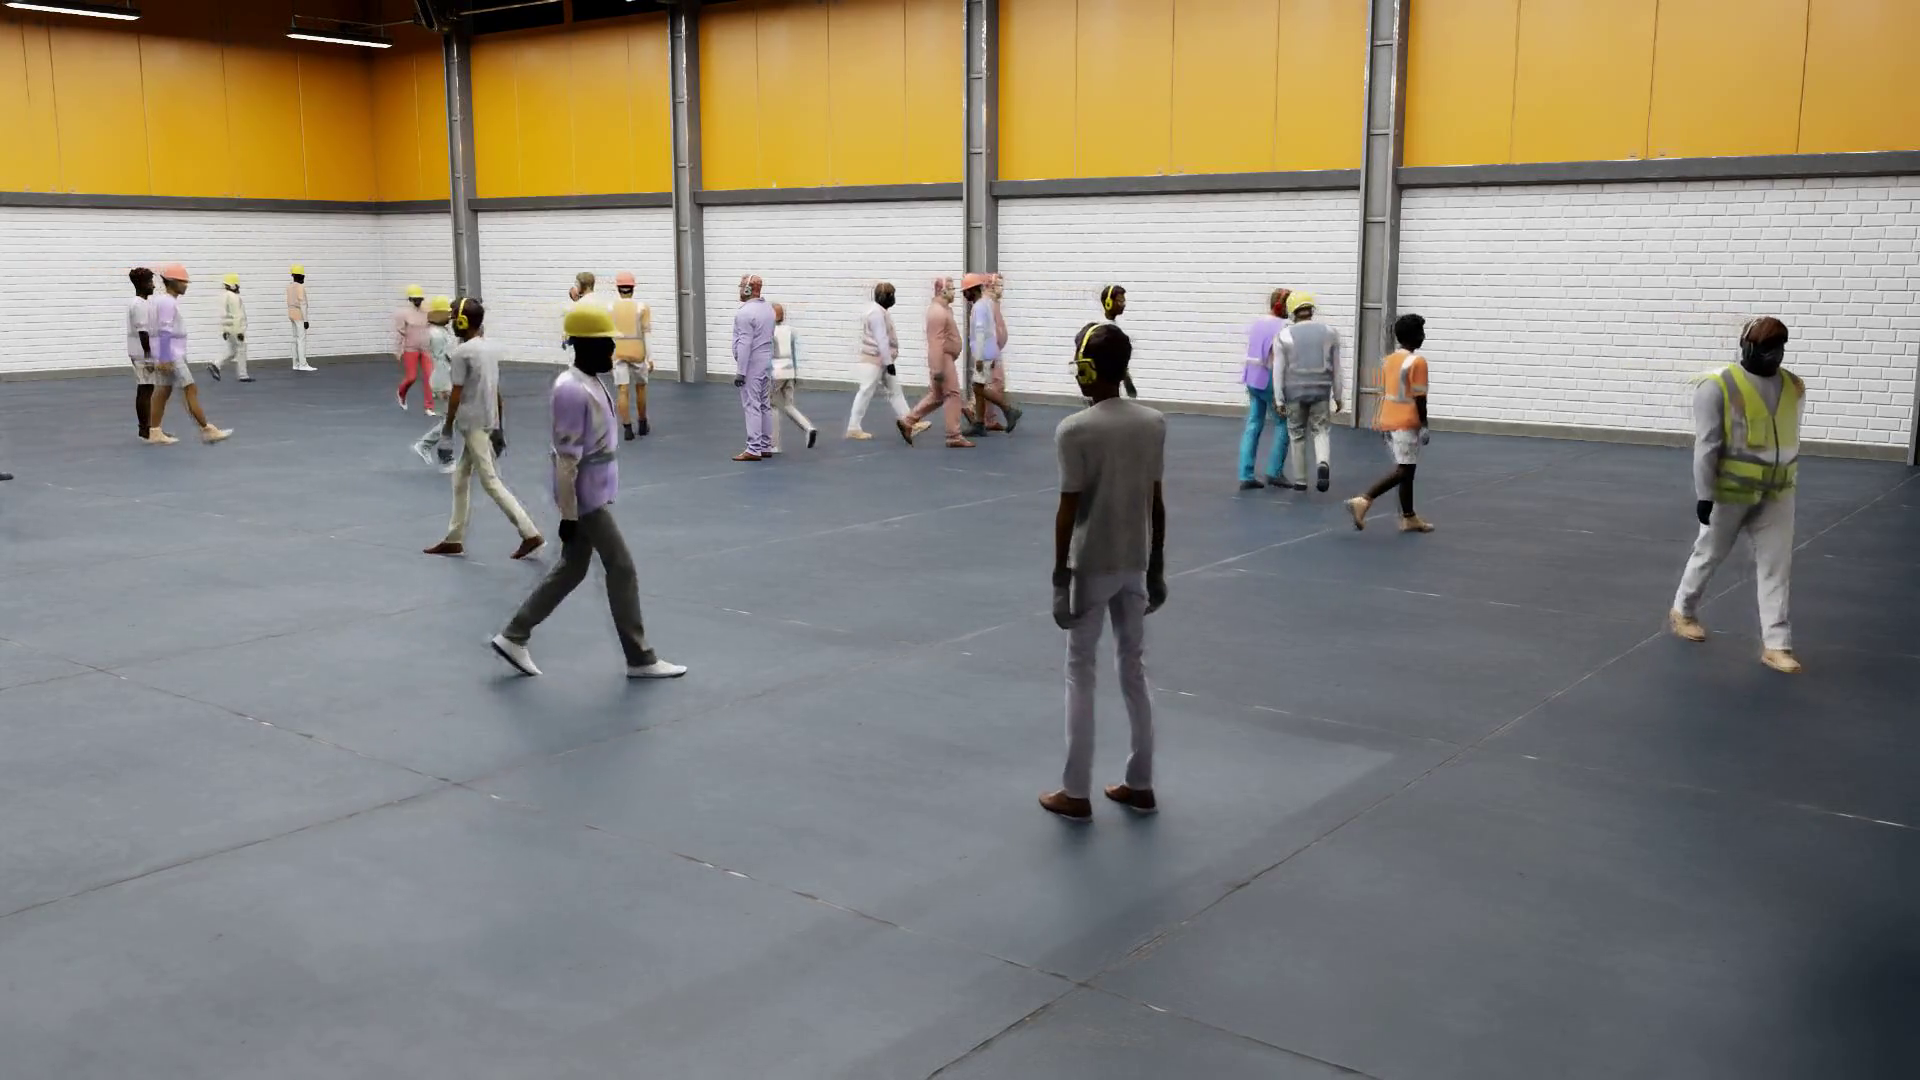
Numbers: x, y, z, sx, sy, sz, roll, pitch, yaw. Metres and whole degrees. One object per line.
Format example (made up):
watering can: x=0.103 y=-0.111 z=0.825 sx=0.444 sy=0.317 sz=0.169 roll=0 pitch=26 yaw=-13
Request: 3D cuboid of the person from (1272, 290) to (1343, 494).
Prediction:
person: x=3.029 y=-1.255 z=14.434 sx=0.640 sy=1.796 sz=0.645 roll=0 pitch=10 yaw=1

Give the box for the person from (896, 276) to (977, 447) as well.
person: x=-0.255 y=-1.940 z=18.178 sx=0.821 sy=1.882 sz=0.655 roll=0 pitch=10 yaw=-3

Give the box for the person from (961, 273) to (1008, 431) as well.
person: x=0.327 y=-2.225 z=19.786 sx=0.493 sy=1.888 sz=0.653 roll=0 pitch=10 yaw=0

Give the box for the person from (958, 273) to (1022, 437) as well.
person: x=0.323 y=-2.123 z=19.186 sx=0.704 sy=1.896 sz=0.606 roll=1 pitch=10 yaw=6

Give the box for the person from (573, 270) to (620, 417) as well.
person: x=-4.329 y=-2.210 z=19.614 sx=0.513 sy=1.919 sz=0.644 roll=1 pitch=10 yaw=5

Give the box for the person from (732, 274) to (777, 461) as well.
person: x=-2.136 y=-1.767 z=17.066 sx=0.408 sy=1.913 sz=0.643 roll=3 pitch=10 yaw=19

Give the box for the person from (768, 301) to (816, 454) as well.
person: x=-1.842 y=-1.703 z=17.541 sx=0.573 sy=1.620 sz=0.530 roll=7 pitch=12 yaw=33

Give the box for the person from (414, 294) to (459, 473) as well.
person: x=-5.009 y=-1.494 z=16.015 sx=0.453 sy=1.731 sz=0.489 roll=-1 pitch=10 yaw=-8

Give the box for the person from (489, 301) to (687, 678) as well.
person: x=-1.892 y=-0.234 z=8.209 sx=0.942 sy=1.895 sz=0.591 roll=-1 pitch=10 yaw=-5

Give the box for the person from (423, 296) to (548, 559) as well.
person: x=-3.314 y=-0.763 z=11.490 sx=0.953 sy=1.830 sz=0.535 roll=2 pitch=10 yaw=9

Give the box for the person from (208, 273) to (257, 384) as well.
person: x=-11.879 y=-3.436 z=27.073 sx=0.630 sy=1.815 sz=0.598 roll=-9 pitch=13 yaw=-43

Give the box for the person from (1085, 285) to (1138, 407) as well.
person: x=1.447 y=-1.438 z=15.429 sx=0.961 sy=1.823 sz=0.541 roll=3 pitch=10 yaw=15

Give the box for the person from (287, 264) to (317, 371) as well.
person: x=-11.990 y=-4.031 z=30.203 sx=0.588 sy=1.927 sz=0.370 roll=10 pitch=14 yaw=44

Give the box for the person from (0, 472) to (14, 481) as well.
person: x=-9.242 y=-1.486 z=15.432 sx=0.637 sy=1.921 sz=0.542 roll=-1 pitch=10 yaw=-8

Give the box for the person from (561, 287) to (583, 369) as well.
person: x=-5.730 y=-2.981 z=24.958 sx=0.508 sy=1.629 sz=0.314 roll=-7 pitch=12 yaw=-34

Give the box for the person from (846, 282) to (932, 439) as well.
person: x=-0.843 y=-2.032 z=18.978 sx=1.002 sy=1.779 sz=0.653 roll=1 pitch=10 yaw=7

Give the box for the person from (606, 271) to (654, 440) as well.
person: x=-3.810 y=-2.125 z=19.164 sx=0.581 sy=1.900 sz=0.887 roll=-1 pitch=10 yaw=-4

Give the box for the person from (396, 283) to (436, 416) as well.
person: x=-7.146 y=-2.498 z=21.825 sx=0.554 sy=1.740 sz=0.628 roll=-8 pitch=12 yaw=-38

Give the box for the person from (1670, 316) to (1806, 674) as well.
person: x=4.102 y=-0.274 z=8.734 sx=0.628 sy=1.809 sz=0.956 roll=-1 pitch=10 yaw=-6

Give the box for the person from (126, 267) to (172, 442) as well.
person: x=-9.219 y=-2.097 z=18.829 sx=0.368 sy=1.966 sz=0.600 roll=-6 pitch=11 yaw=-31

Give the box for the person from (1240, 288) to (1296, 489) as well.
person: x=2.809 y=-1.346 z=14.916 sx=0.669 sy=1.803 sz=0.668 roll=-4 pitch=10 yaw=-20

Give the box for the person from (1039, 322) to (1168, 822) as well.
person: x=0.553 y=0.122 z=6.229 sx=0.535 sy=1.862 sz=0.353 roll=-6 pitch=11 yaw=-30

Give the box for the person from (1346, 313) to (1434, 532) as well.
person: x=3.256 y=-0.862 z=12.464 sx=0.703 sy=1.676 sz=0.532 roll=-2 pitch=10 yaw=-9

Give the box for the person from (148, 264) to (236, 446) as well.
person: x=-8.550 y=-2.031 z=18.360 sx=0.981 sy=1.993 sz=0.632 roll=-5 pitch=11 yaw=-25
